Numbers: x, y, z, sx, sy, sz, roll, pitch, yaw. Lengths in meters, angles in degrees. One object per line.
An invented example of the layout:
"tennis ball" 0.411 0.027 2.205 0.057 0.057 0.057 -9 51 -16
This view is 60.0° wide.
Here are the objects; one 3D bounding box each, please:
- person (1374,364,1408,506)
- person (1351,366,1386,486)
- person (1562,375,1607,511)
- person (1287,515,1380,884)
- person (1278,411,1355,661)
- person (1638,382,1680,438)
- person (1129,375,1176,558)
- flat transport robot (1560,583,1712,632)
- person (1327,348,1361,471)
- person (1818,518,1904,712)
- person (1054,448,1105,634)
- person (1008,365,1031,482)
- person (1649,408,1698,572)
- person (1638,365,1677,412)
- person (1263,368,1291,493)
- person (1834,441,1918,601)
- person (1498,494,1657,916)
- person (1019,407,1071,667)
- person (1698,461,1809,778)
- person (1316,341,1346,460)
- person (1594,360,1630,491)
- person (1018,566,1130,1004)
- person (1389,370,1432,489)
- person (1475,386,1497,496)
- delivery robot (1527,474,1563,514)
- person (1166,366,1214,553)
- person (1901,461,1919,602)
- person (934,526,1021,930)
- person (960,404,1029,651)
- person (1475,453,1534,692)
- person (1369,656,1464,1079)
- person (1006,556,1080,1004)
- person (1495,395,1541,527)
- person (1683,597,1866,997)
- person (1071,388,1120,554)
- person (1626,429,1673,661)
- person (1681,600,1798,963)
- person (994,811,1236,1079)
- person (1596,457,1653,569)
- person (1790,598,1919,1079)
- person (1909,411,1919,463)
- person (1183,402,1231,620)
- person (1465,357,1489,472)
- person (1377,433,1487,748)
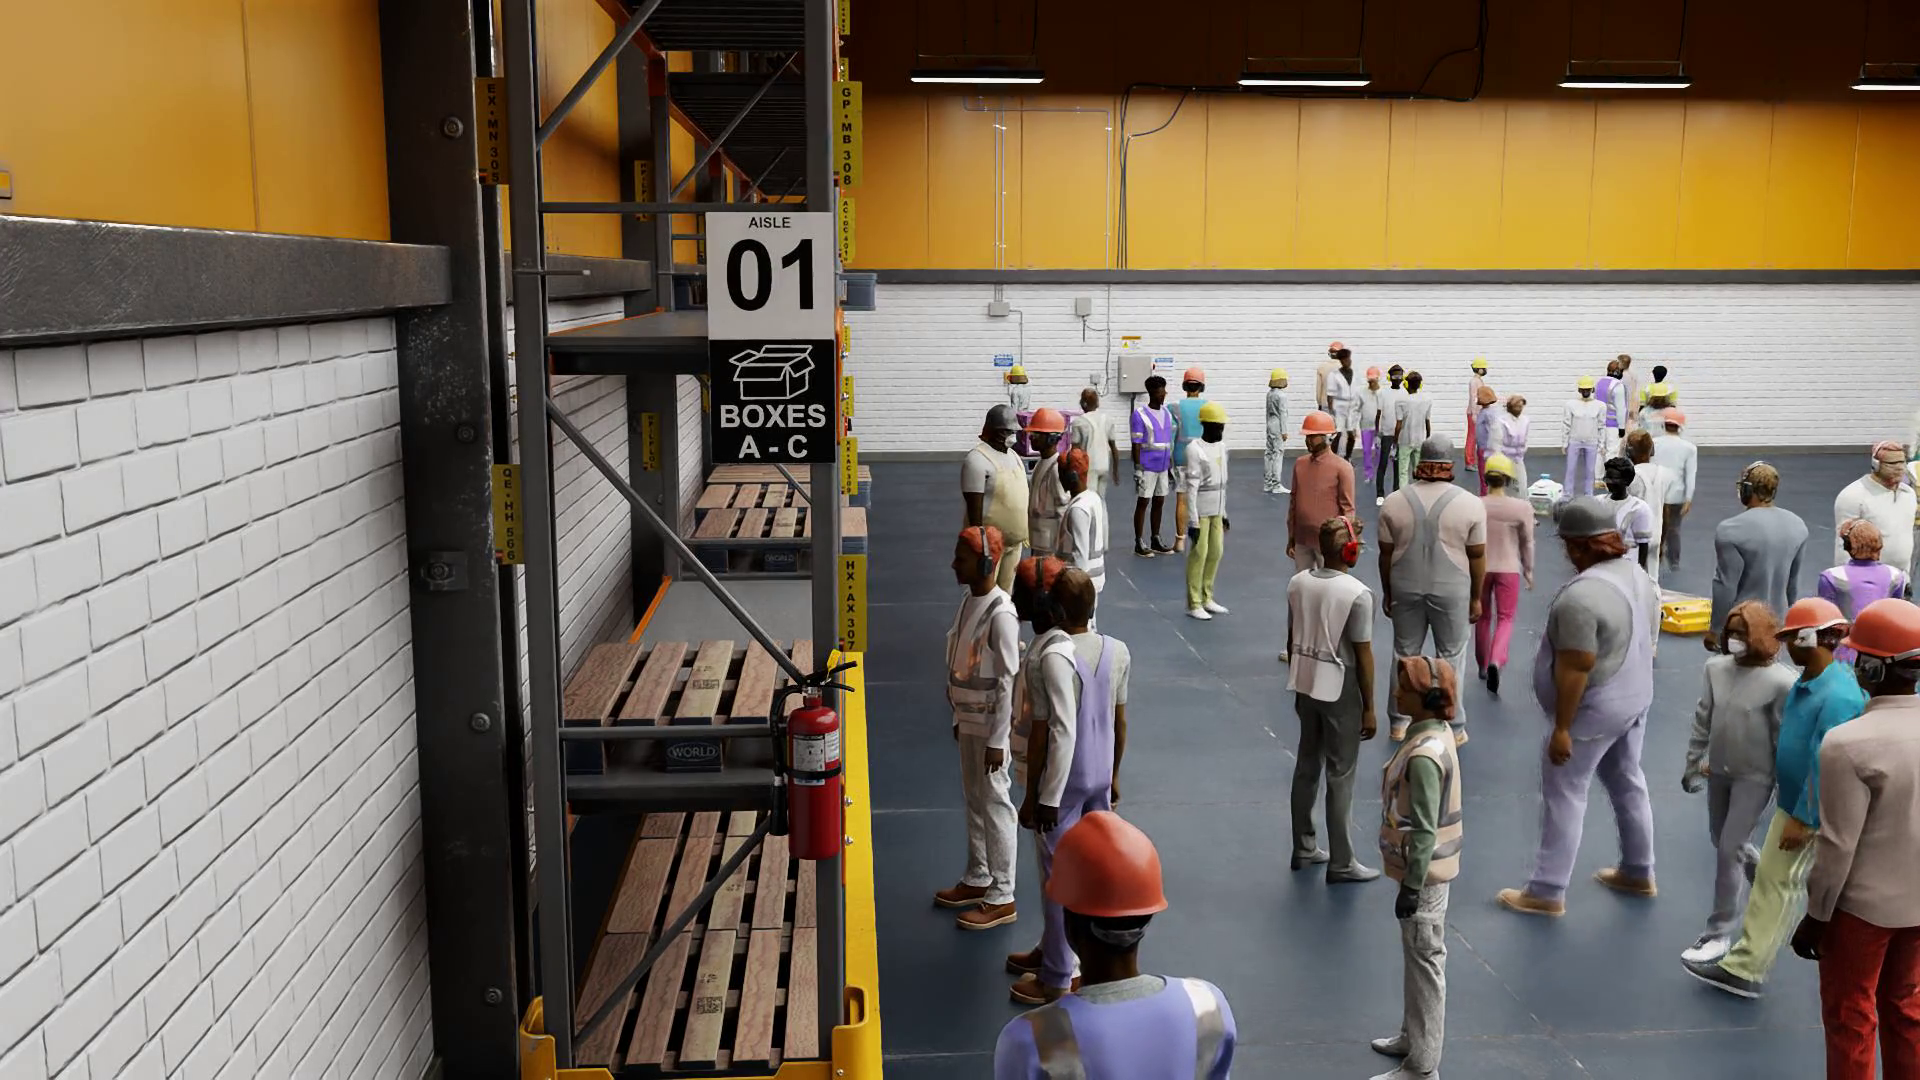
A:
"person" 5.706 -1.375 21.887 0.513 1.872 0.328 -1 9 -6
"person" 5.930 -1.638 23.958 0.590 1.728 0.589 4 10 22
"person" 7.984 -1.229 21.297 0.527 1.767 0.331 3 10 18
"person" 1.852 0.795 8.342 0.389 1.843 0.563 -5 11 -30
"person" 2.770 -0.008 12.908 0.384 1.993 0.623 -6 11 -35
"person" 8.635 -1.095 20.582 0.489 1.726 0.586 5 10 30
"person" 2.093 -0.800 17.971 0.607 1.967 0.367 -8 12 -40
"flat transport robot" 6.037 0.567 14.697 0.652 0.197 1.431 -4 10 -25
"person" 5.873 -1.991 25.573 0.619 1.922 0.575 -3 10 -18
"person" 5.162 0.694 9.608 0.514 1.642 0.310 -1 9 -4
"person" 0.790 0.322 11.178 0.355 1.887 0.573 2 9 12
"person" 0.858 -1.675 24.205 0.343 1.735 0.484 5 10 27
"person" 7.108 -0.478 16.769 0.562 1.711 0.896 5 10 29
"person" 10.499 -1.784 25.054 0.544 1.689 0.328 4 10 23
"person" 4.446 -1.532 23.260 0.290 1.746 0.488 -3 9 -17
"person" 6.324 0.266 11.468 0.643 1.908 0.399 -3 10 -18
"person" 3.012 0.752 7.992 0.713 2.000 0.536 -8 12 -41
"person" 0.645 0.019 12.571 0.368 2.046 0.616 -2 9 -13
"person" 4.718 0.494 9.934 0.630 1.940 0.373 -3 10 -20
"person" 5.968 -2.164 26.467 0.608 1.990 0.385 6 11 33
"person" 9.209 -1.614 23.493 0.429 1.839 0.621 -2 9 -12
"person" 0.466 1.020 6.928 0.507 1.846 0.345 -6 11 -34
"person" 5.538 -1.149 20.468 0.532 1.870 0.316 -2 9 -14
"person" 6.662 -1.143 21.163 0.285 1.634 0.499 1 9 6
"delivery robot" 7.265 -0.574 20.677 0.477 0.478 0.707 5 10 28
"person" 2.532 -0.874 18.196 0.616 2.041 0.380 0 9 1
"person" 8.668 -0.139 14.876 0.528 1.634 0.316 6 11 33
"person" 0.099 0.864 7.784 0.354 1.883 0.576 -3 10 -19
"person" 0.324 -0.081 13.222 0.535 2.000 0.683 7 11 37
"person" 3.922 0.231 12.217 0.528 1.743 0.789 4 10 24
"person" 1.715 1.234 6.218 0.309 1.642 0.515 3 9 16
"person" 0.368 0.992 6.973 0.337 1.882 0.585 0 9 0
"person" 6.639 -0.928 19.905 0.535 1.589 0.847 -3 10 -20
"person" 3.523 1.098 6.933 0.786 1.692 0.568 0 9 1
"person" 1.451 -0.739 18.071 0.522 1.819 0.436 -5 10 -28
"person" 5.307 0.050 13.037 0.505 1.839 0.344 -3 9 -17
"person" 3.541 1.051 7.463 0.733 1.605 0.506 -4 10 -22
"person" 0.299 1.519 3.500 0.549 1.936 0.376 -4 10 -25
"person" 4.866 0.224 12.385 0.316 1.696 0.541 -6 11 -34
"person" 3.009 1.176 5.475 0.611 1.995 0.375 -4 10 -23
"person" 11.961 -1.057 20.370 0.533 1.715 0.919 0 9 -2
"person" 2.184 -0.264 14.743 0.401 1.922 0.653 7 11 38
"person" 8.018 -1.944 25.786 0.308 1.769 0.524 5 10 29
"person" 3.069 0.311 10.767 0.687 2.000 0.535 5 10 29
